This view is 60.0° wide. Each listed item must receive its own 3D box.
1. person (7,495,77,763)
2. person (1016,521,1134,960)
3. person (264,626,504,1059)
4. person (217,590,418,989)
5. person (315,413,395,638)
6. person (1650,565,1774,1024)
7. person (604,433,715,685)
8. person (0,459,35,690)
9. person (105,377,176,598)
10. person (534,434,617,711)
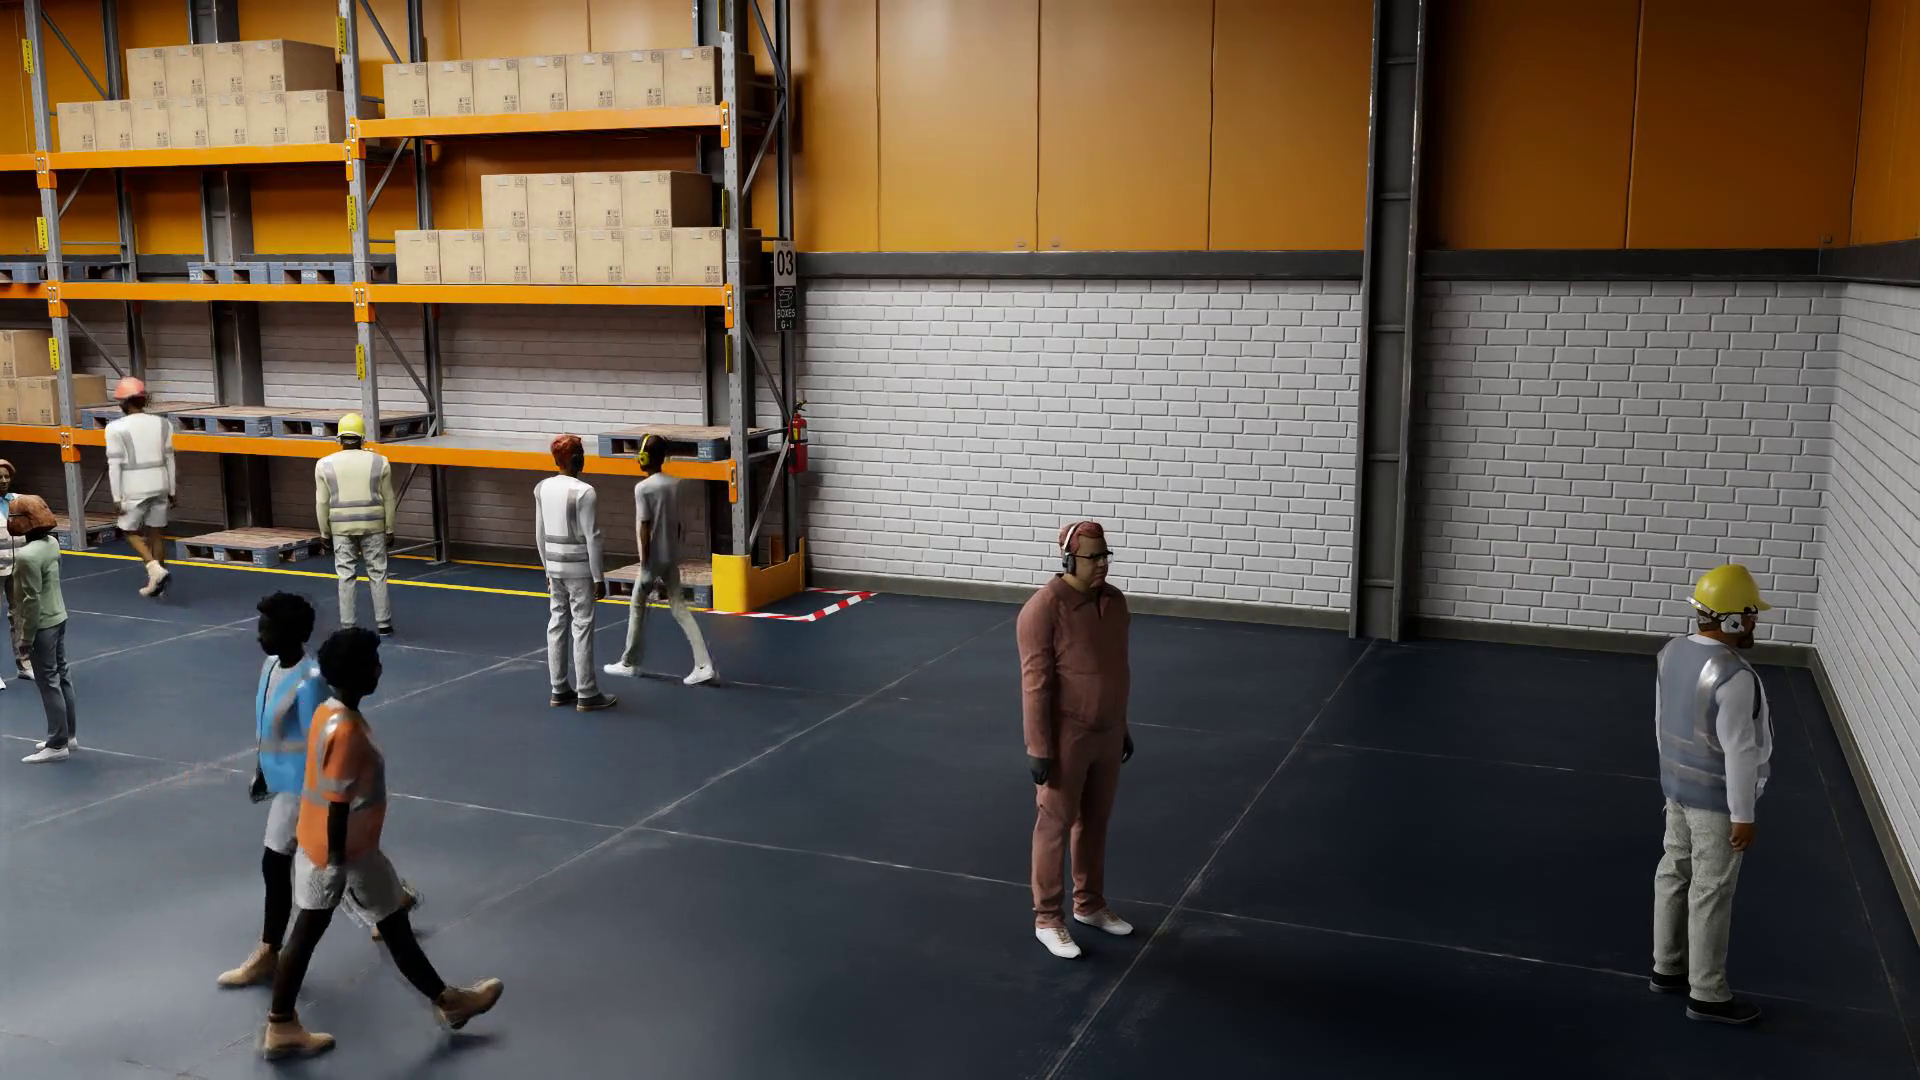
[{"bbox_3d":[-5.601,0.535,10.133,0.284,1.633,0.497,-2,10,-13],"label":"person"},{"bbox_3d":[0.544,0.861,7.332,0.409,1.907,0.651,9,13,44],"label":"person"},{"bbox_3d":[-2.270,1.142,6.378,0.895,1.641,0.546,-5,11,-28],"label":"person"},{"bbox_3d":[-2.760,1.015,7.130,0.856,1.664,0.522,-7,11,-35],"label":"person"},{"bbox_3d":[-4.854,-0.102,13.386,0.591,1.834,0.404,-3,10,-19],"label":"person"},{"bbox_3d":[3.026,1.003,6.687,0.403,1.834,0.588,-1,9,-6],"label":"person"},{"bbox_3d":[-2.153,0.138,11.997,0.989,1.824,0.541,6,11,31],"label":"person"},{"bbox_3d":[-6.843,0.238,11.914,0.308,1.641,0.511,5,11,29],"label":"person"},{"bbox_3d":[-7.288,-0.446,14.906,0.611,2.029,0.622,7,12,36],"label":"person"},{"bbox_3d":[-2.621,0.220,11.284,0.574,1.885,0.356,6,11,34],"label":"person"}]
